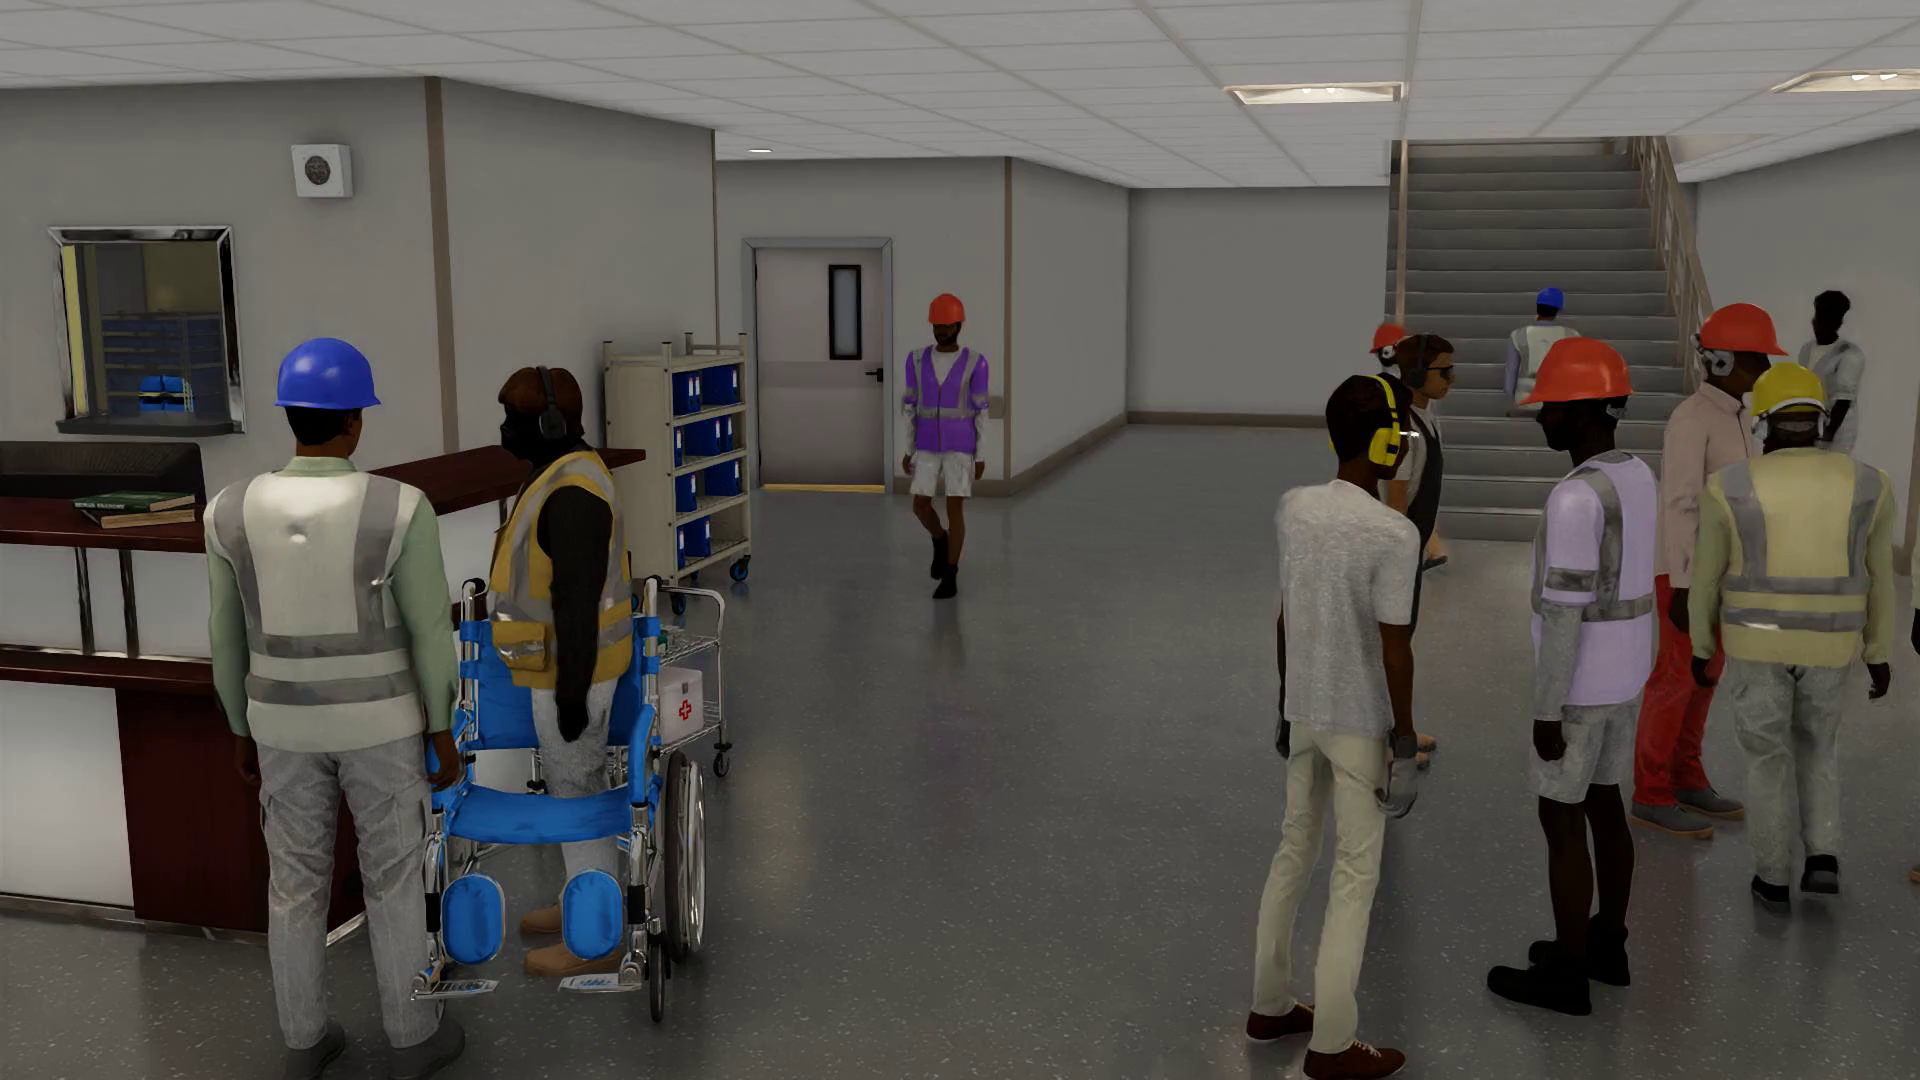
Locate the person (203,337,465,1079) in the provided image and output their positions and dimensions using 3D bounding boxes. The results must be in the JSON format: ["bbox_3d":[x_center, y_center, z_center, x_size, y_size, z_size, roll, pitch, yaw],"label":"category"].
[{"bbox_3d":[-1.583,0.462,4.265,0.615,1.947,0.388,0,10,1],"label":"person"}]

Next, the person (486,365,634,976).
[{"bbox_3d":[-1.209,0.388,5.053,0.429,1.835,0.630,-3,10,-16],"label":"person"}]

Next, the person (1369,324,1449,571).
[{"bbox_3d":[3.081,-0.638,11.504,0.616,1.702,0.859,-9,13,-44],"label":"person"}]

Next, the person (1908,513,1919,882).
[{"bbox_3d":[3.479,0.234,5.521,0.417,1.983,0.624,-8,13,-39],"label":"person"}]

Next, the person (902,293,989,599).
[{"bbox_3d":[-0.083,-0.604,10.598,0.560,1.927,0.524,3,10,15],"label":"person"}]

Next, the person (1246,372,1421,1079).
[{"bbox_3d":[0.993,0.492,4.369,0.331,1.858,0.515,-6,11,-30],"label":"person"}]

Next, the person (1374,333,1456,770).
[{"bbox_3d":[1.888,0.046,7.048,0.347,1.838,0.505,4,10,20],"label":"person"}]

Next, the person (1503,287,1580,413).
[{"bbox_3d":[4.880,-1.159,13.938,0.626,1.916,0.832,2,10,14],"label":"person"}]

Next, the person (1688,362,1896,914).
[{"bbox_3d":[2.703,0.327,5.462,0.602,1.809,0.427,2,10,11],"label":"person"}]

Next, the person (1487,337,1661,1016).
[{"bbox_3d":[1.757,0.389,4.764,0.386,1.929,0.548,9,13,42],"label":"person"}]

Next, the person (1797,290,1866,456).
[{"bbox_3d":[5.768,-0.713,11.242,0.467,1.933,0.664,-1,10,-5],"label":"person"}]

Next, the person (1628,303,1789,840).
[{"bbox_3d":[2.800,0.117,6.201,0.413,1.985,0.610,9,13,42],"label":"person"}]
